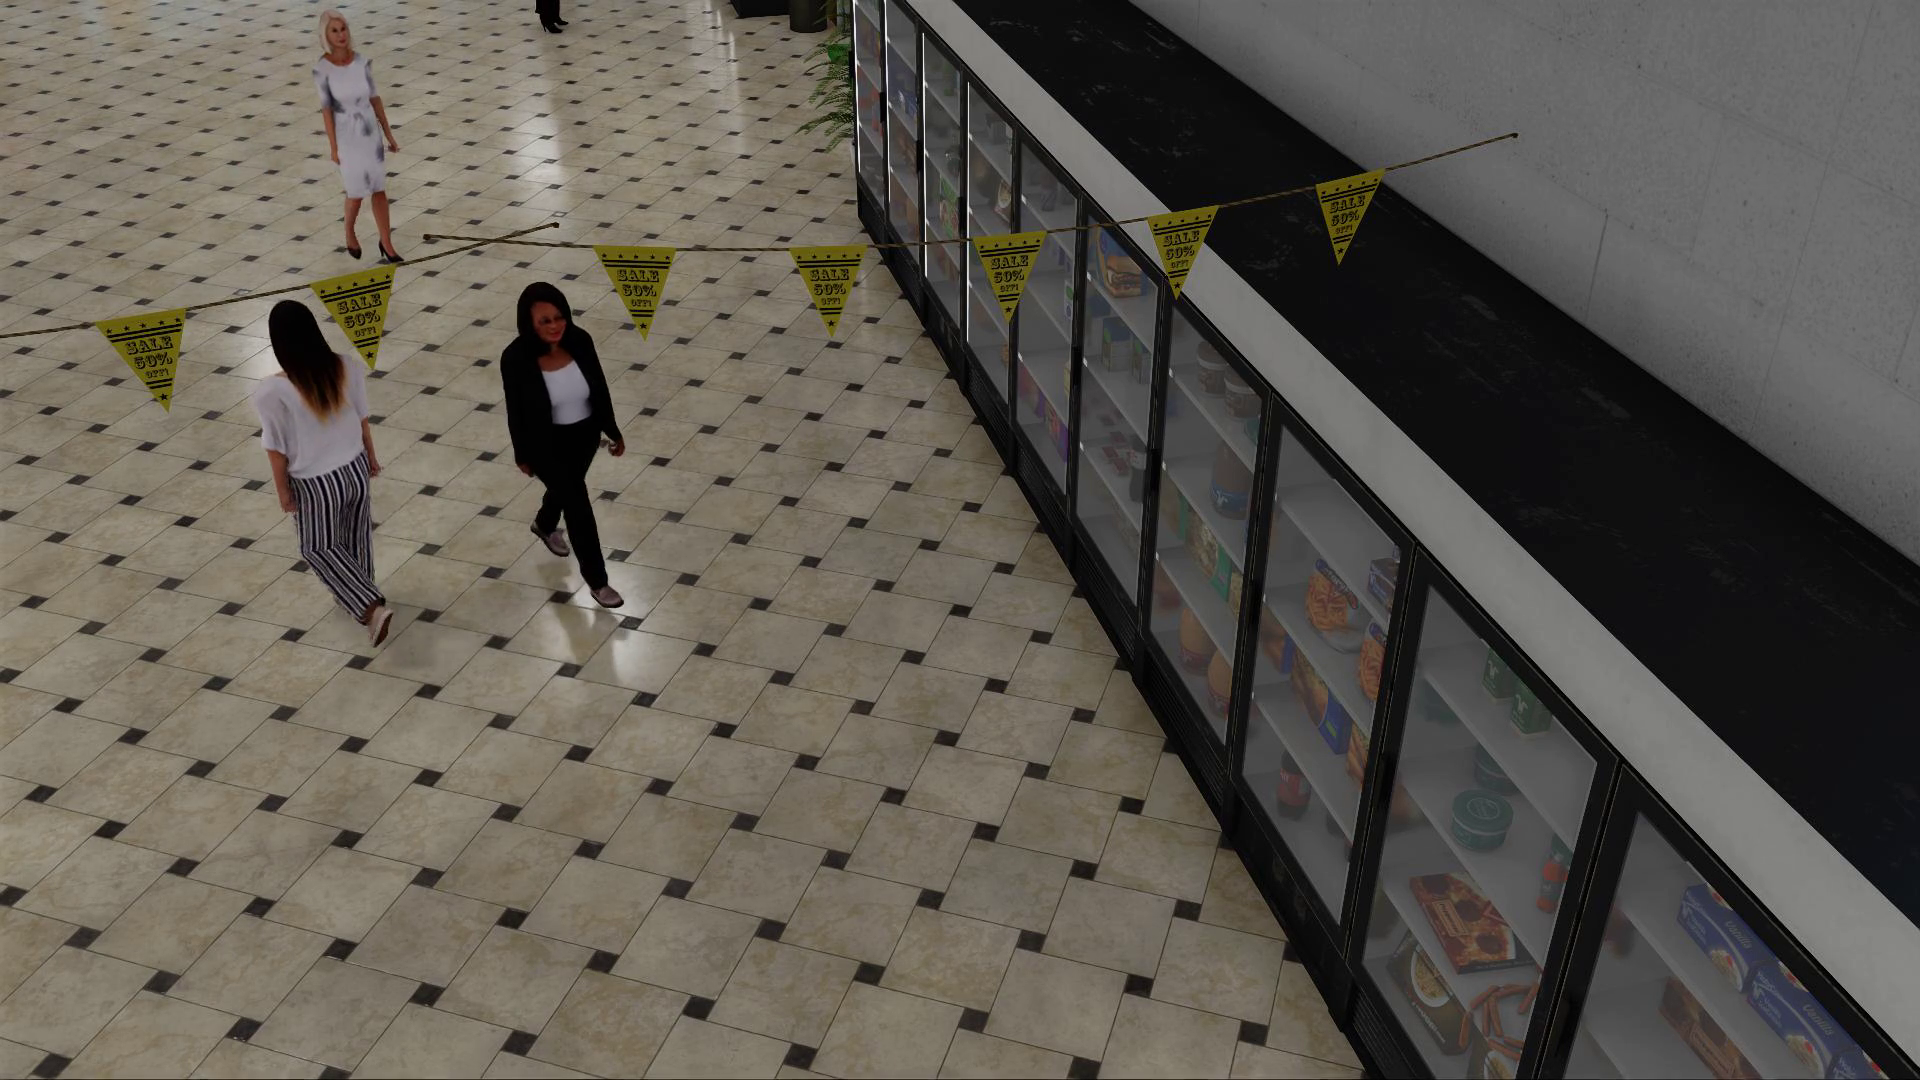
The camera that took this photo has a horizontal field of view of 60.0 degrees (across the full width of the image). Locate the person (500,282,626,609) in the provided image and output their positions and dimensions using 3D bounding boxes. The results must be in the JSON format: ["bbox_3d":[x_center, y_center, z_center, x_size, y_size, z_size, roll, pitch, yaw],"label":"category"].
[{"bbox_3d":[-1.944,-0.500,7.957,1.081,1.581,1.137,26,40,35],"label":"person"}]

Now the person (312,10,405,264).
[{"bbox_3d":[-4.180,-2.769,11.449,0.788,1.744,0.727,24,39,33],"label":"person"}]

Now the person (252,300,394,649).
[{"bbox_3d":[-2.817,-0.264,7.502,1.044,1.660,1.046,26,40,35],"label":"person"}]

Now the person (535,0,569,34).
[{"bbox_3d":[-4.157,-6.005,16.637,0.694,1.757,0.729,0,32,0],"label":"person"}]
